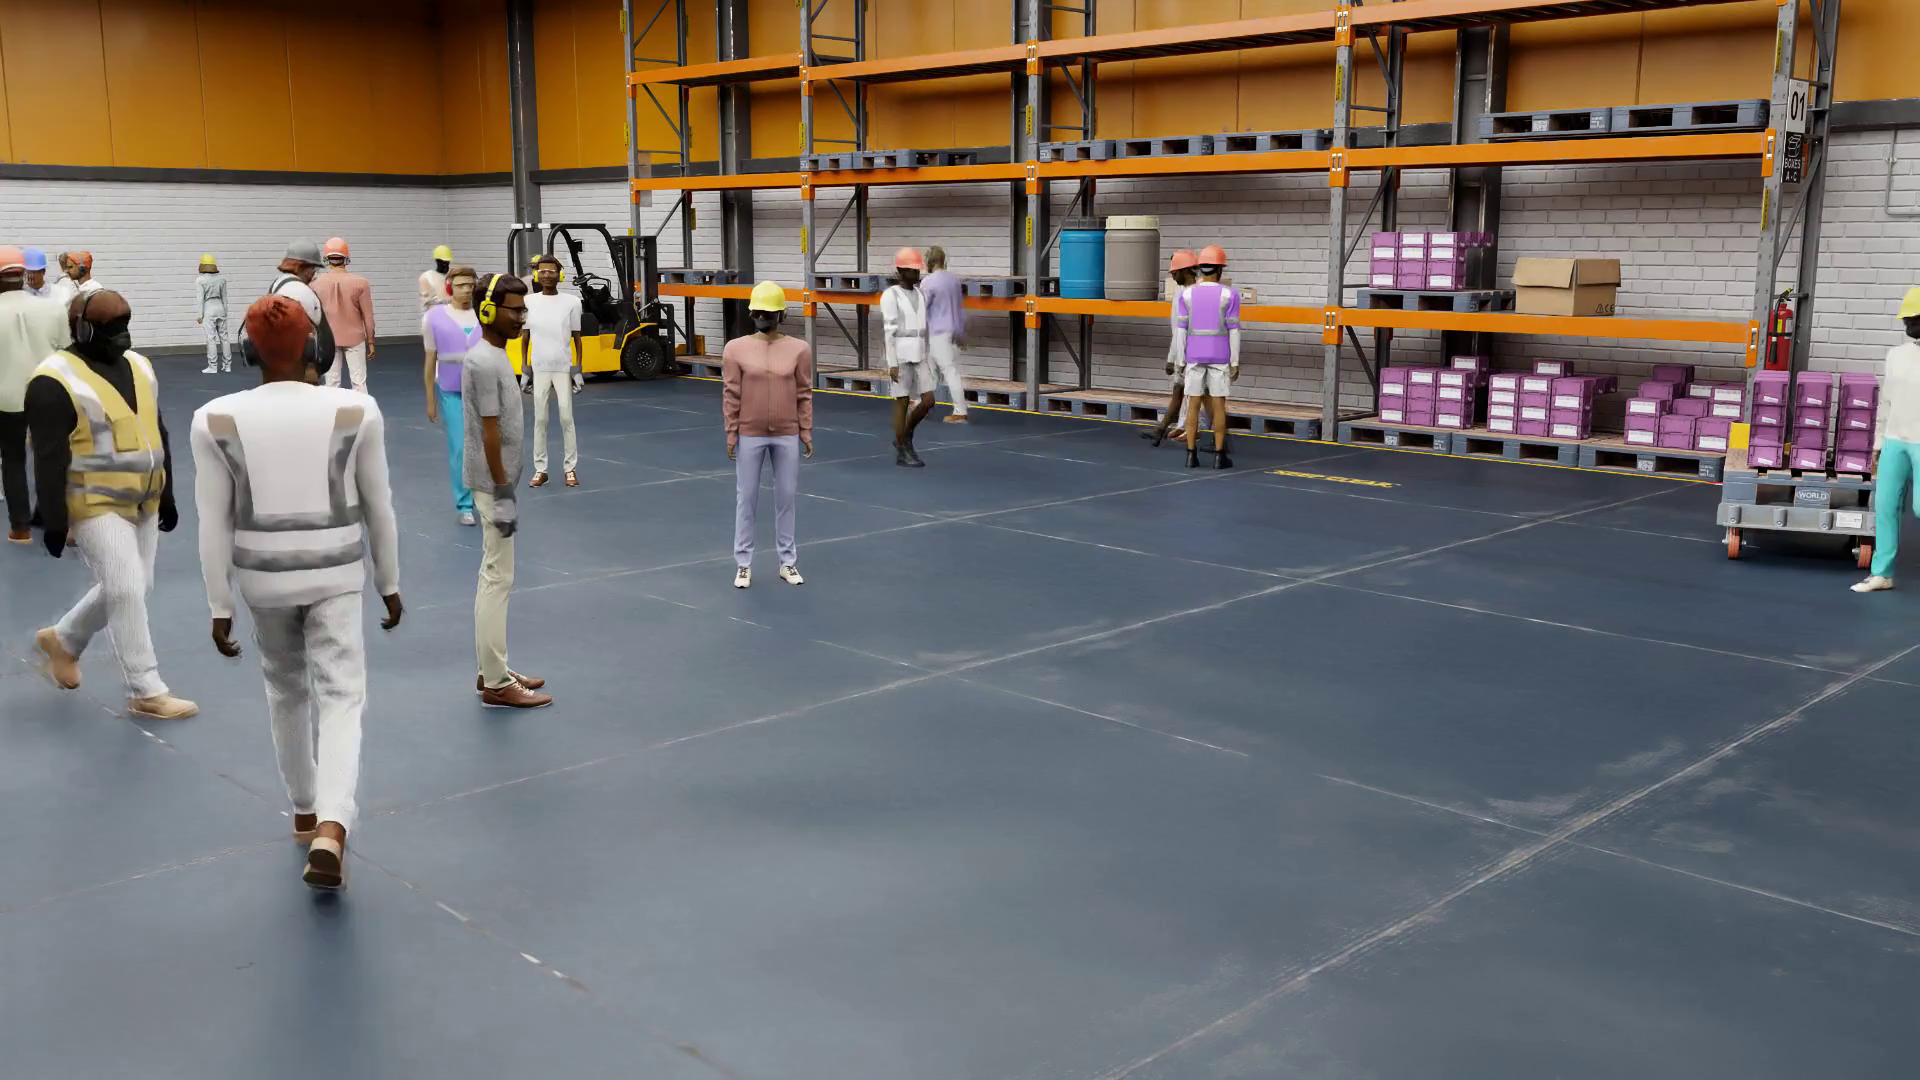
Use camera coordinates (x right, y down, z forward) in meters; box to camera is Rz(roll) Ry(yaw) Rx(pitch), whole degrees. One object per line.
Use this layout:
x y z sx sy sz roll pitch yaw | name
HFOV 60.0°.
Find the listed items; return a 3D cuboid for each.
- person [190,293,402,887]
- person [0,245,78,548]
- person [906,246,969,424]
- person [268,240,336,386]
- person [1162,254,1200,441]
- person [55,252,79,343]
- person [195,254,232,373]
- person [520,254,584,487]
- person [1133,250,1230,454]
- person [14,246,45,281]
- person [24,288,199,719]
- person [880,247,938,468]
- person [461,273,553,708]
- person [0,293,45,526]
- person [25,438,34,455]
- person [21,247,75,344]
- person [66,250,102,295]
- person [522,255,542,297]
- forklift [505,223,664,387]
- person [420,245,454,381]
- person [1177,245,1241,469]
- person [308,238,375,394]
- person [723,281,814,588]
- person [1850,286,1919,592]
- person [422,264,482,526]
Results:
-2.081 0.153 5.256 0.579 1.855 0.925 -3 11 -16 | person
-5.990 -0.909 10.717 0.625 1.967 0.849 -9 13 -39 | person
-0.297 -2.212 17.999 0.978 1.889 0.642 6 12 29 | person
-5.437 -1.489 13.666 0.541 2.000 0.828 -8 13 -37 | person
2.207 -1.902 16.419 0.317 1.860 0.515 -3 11 -15 | person
-10.962 -2.611 20.379 0.609 1.830 0.506 -7 13 -35 | person
-11.060 -3.344 24.594 0.295 1.744 0.484 6 12 31 | person
-3.292 -1.359 13.409 0.512 1.877 0.328 -1 10 -5 | person
2.083 -1.743 15.493 1.011 1.874 0.564 5 11 25 | person
-11.670 -2.724 20.857 0.401 1.884 0.779 -1 10 -6 | person
-3.645 -0.149 6.996 0.815 1.814 0.648 2 11 12 | person
-0.444 -1.582 14.486 0.553 1.920 0.405 -10 14 -44 | person
-1.978 -0.211 7.183 0.329 1.865 0.518 -3 11 -17 | person
-6.591 -1.048 11.686 0.541 1.899 0.970 -6 12 -32 | person
-7.159 -1.073 12.587 0.808 1.606 0.520 2 11 8 | person
-7.852 -1.538 14.282 0.666 1.909 0.825 -6 12 -29 | person
-8.320 -1.827 15.966 0.346 1.877 0.585 -4 11 -20 | person
-6.391 -3.476 25.372 0.543 1.712 0.919 3 11 17 | person
-5.316 -3.263 22.920 2.313 2.155 1.214 -10 14 -44 | forklift
-6.858 -2.942 21.985 0.584 1.900 0.698 -10 14 -42 | person
2.162 -1.580 14.446 0.552 1.934 0.357 4 11 20 | person
-6.032 -1.944 16.265 0.612 1.997 0.375 -2 11 -12 | person
-1.097 -0.602 9.585 0.526 1.765 0.329 -3 11 -15 | person
5.419 -0.554 9.378 0.593 1.744 0.531 -4 11 -19 | person
-3.505 -1.034 11.773 0.571 1.830 0.614 -6 12 -29 | person
